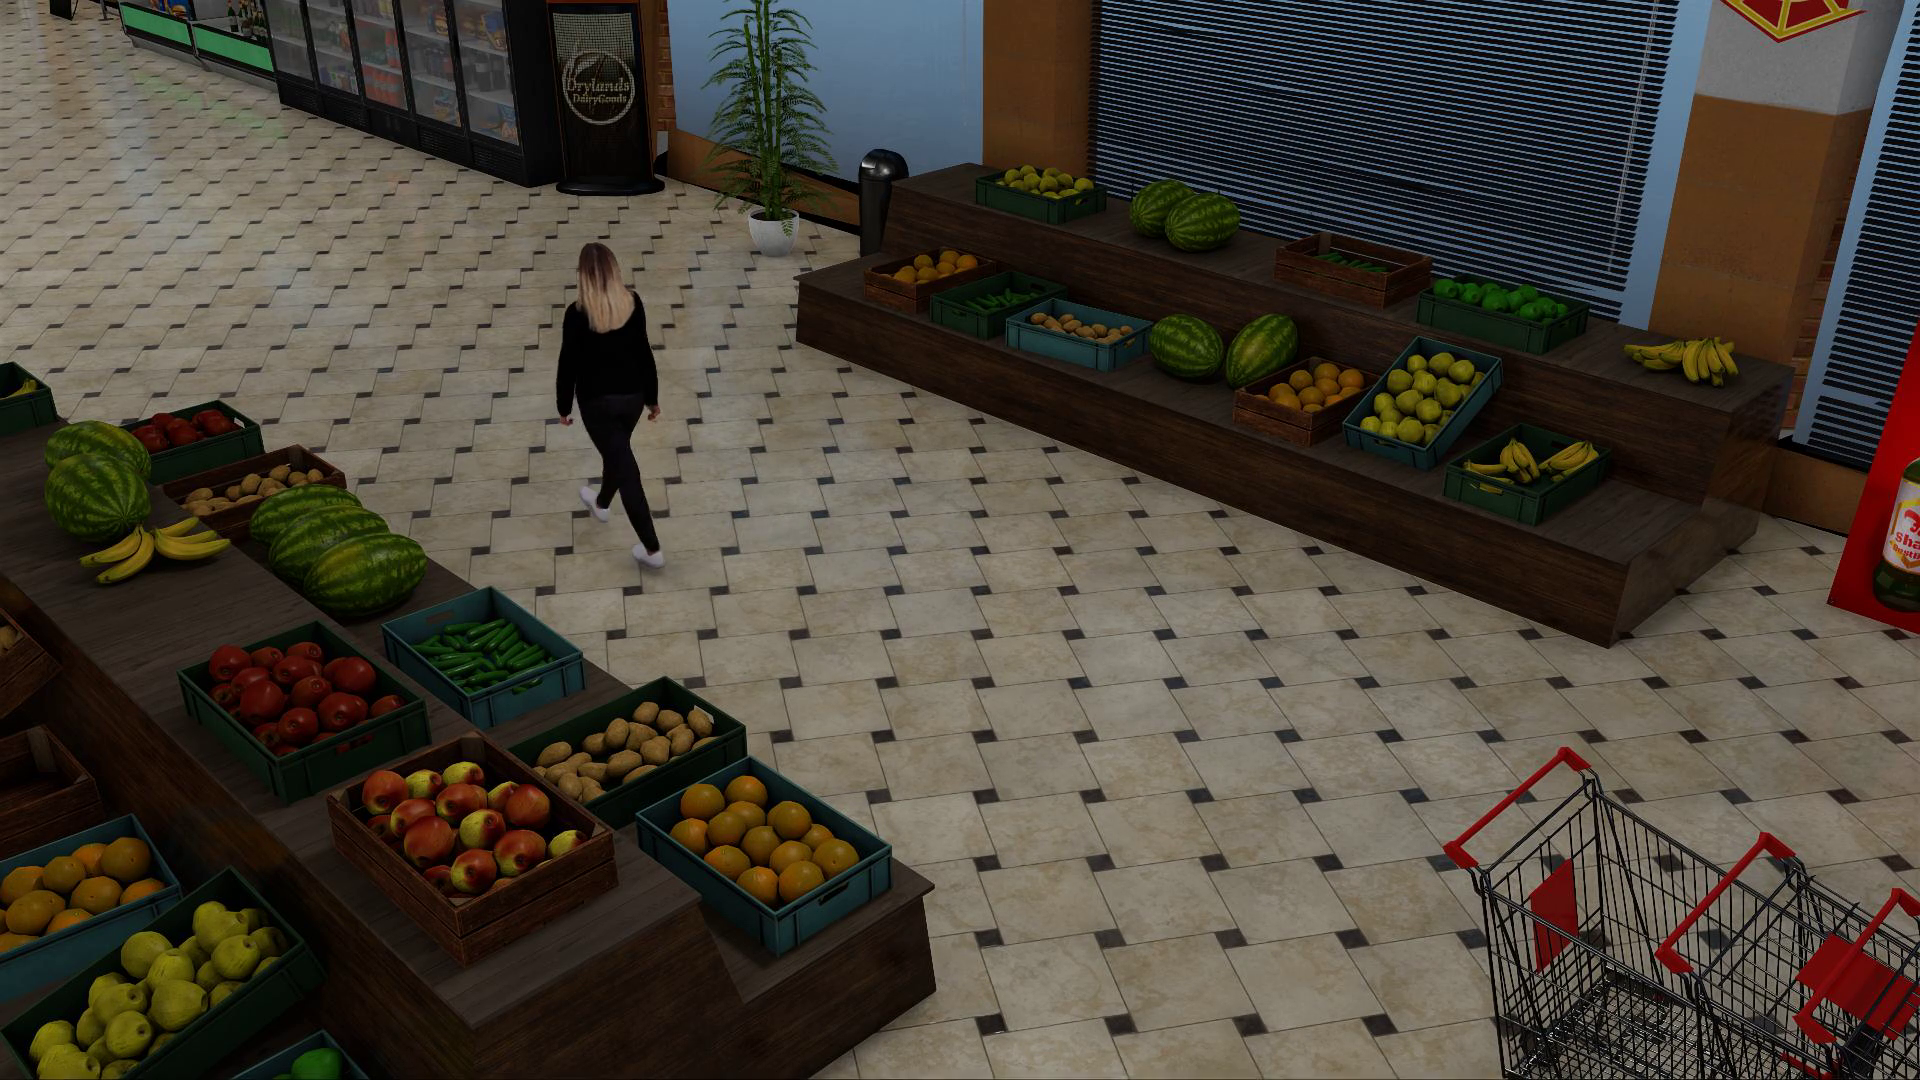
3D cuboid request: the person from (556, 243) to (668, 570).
[{"bbox_3d":[-1.704,-0.619,8.352,0.717,1.638,1.148,-20,33,-34],"label":"person"}]
